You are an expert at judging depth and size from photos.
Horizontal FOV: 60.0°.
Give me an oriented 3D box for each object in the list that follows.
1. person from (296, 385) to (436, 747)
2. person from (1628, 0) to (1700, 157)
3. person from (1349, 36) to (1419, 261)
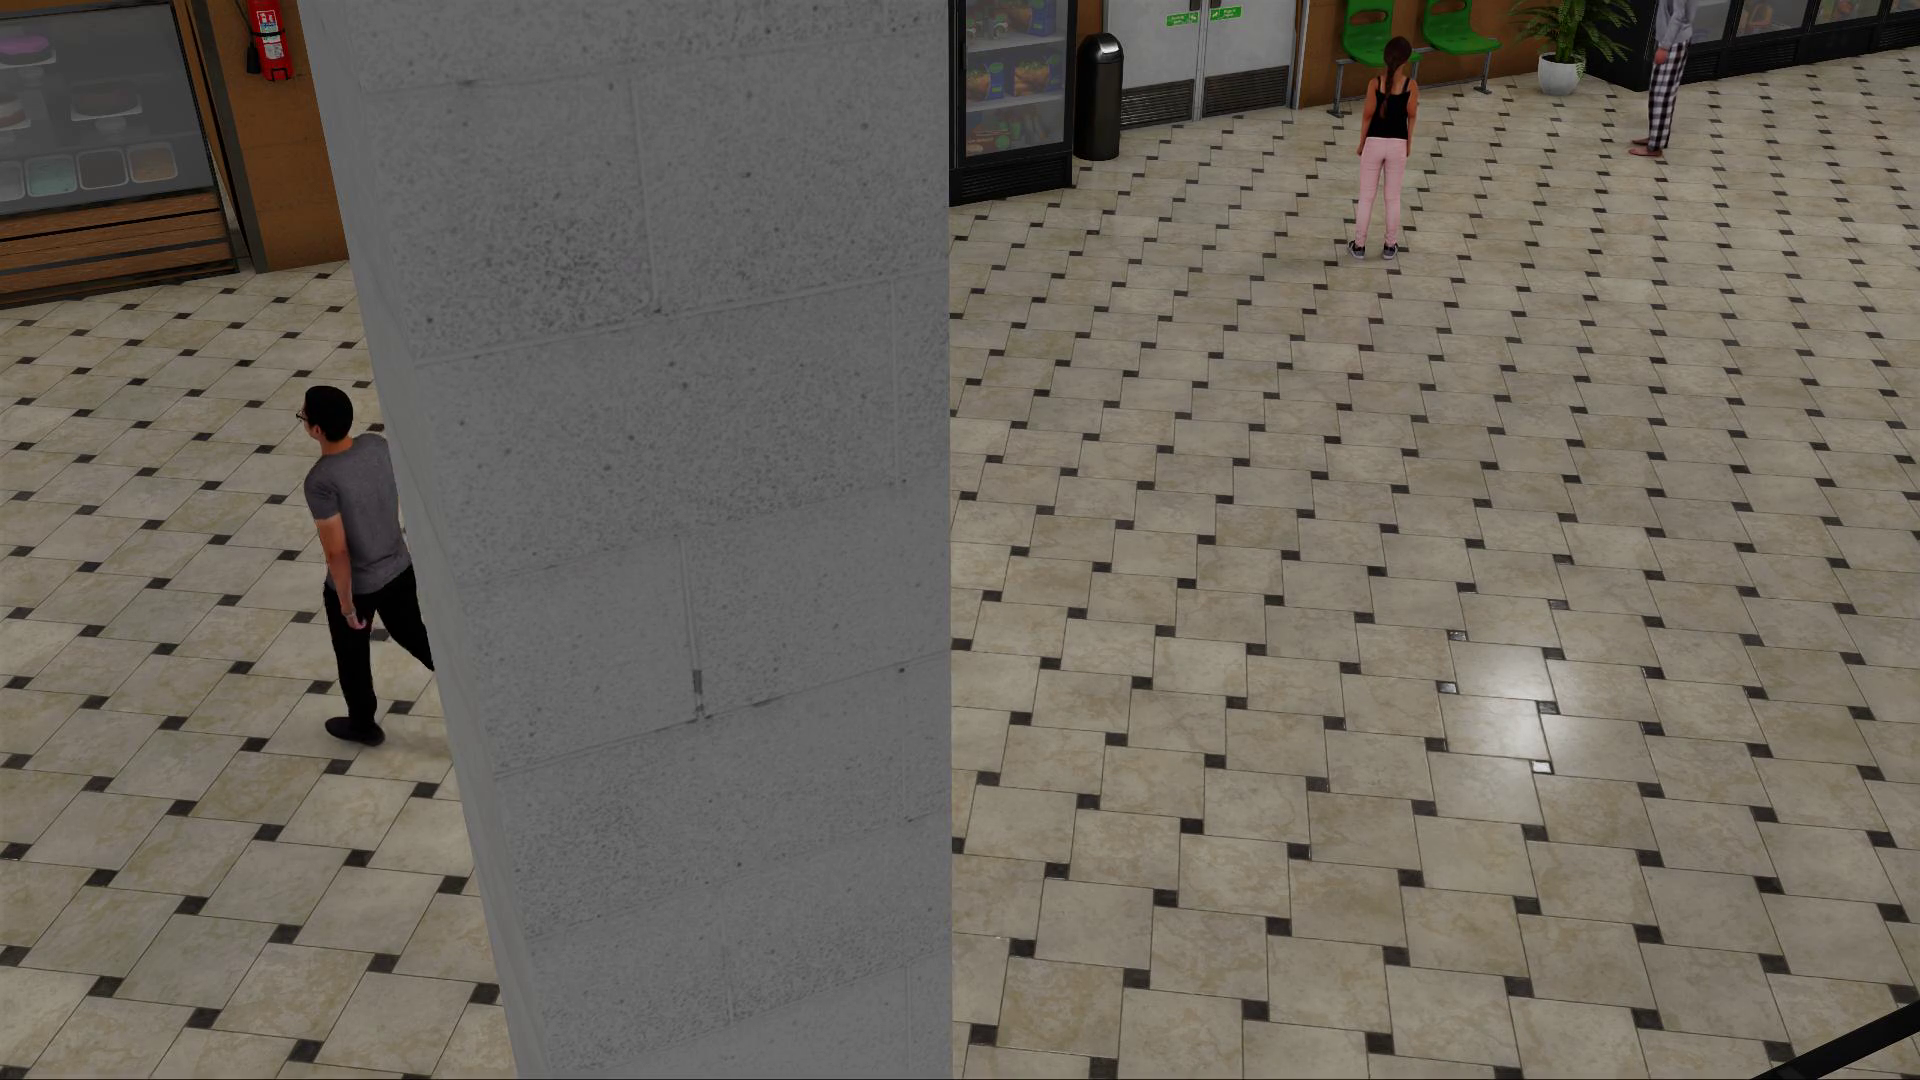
[{"bbox_3d":[-2.348,0.161,6.818,1.128,1.730,1.016,14,34,21],"label":"person"},{"bbox_3d":[5.784,-4.046,13.469,0.733,1.847,0.714,17,36,25],"label":"person"},{"bbox_3d":[2.972,-2.736,11.632,0.618,1.564,0.654,5,32,8],"label":"person"}]
